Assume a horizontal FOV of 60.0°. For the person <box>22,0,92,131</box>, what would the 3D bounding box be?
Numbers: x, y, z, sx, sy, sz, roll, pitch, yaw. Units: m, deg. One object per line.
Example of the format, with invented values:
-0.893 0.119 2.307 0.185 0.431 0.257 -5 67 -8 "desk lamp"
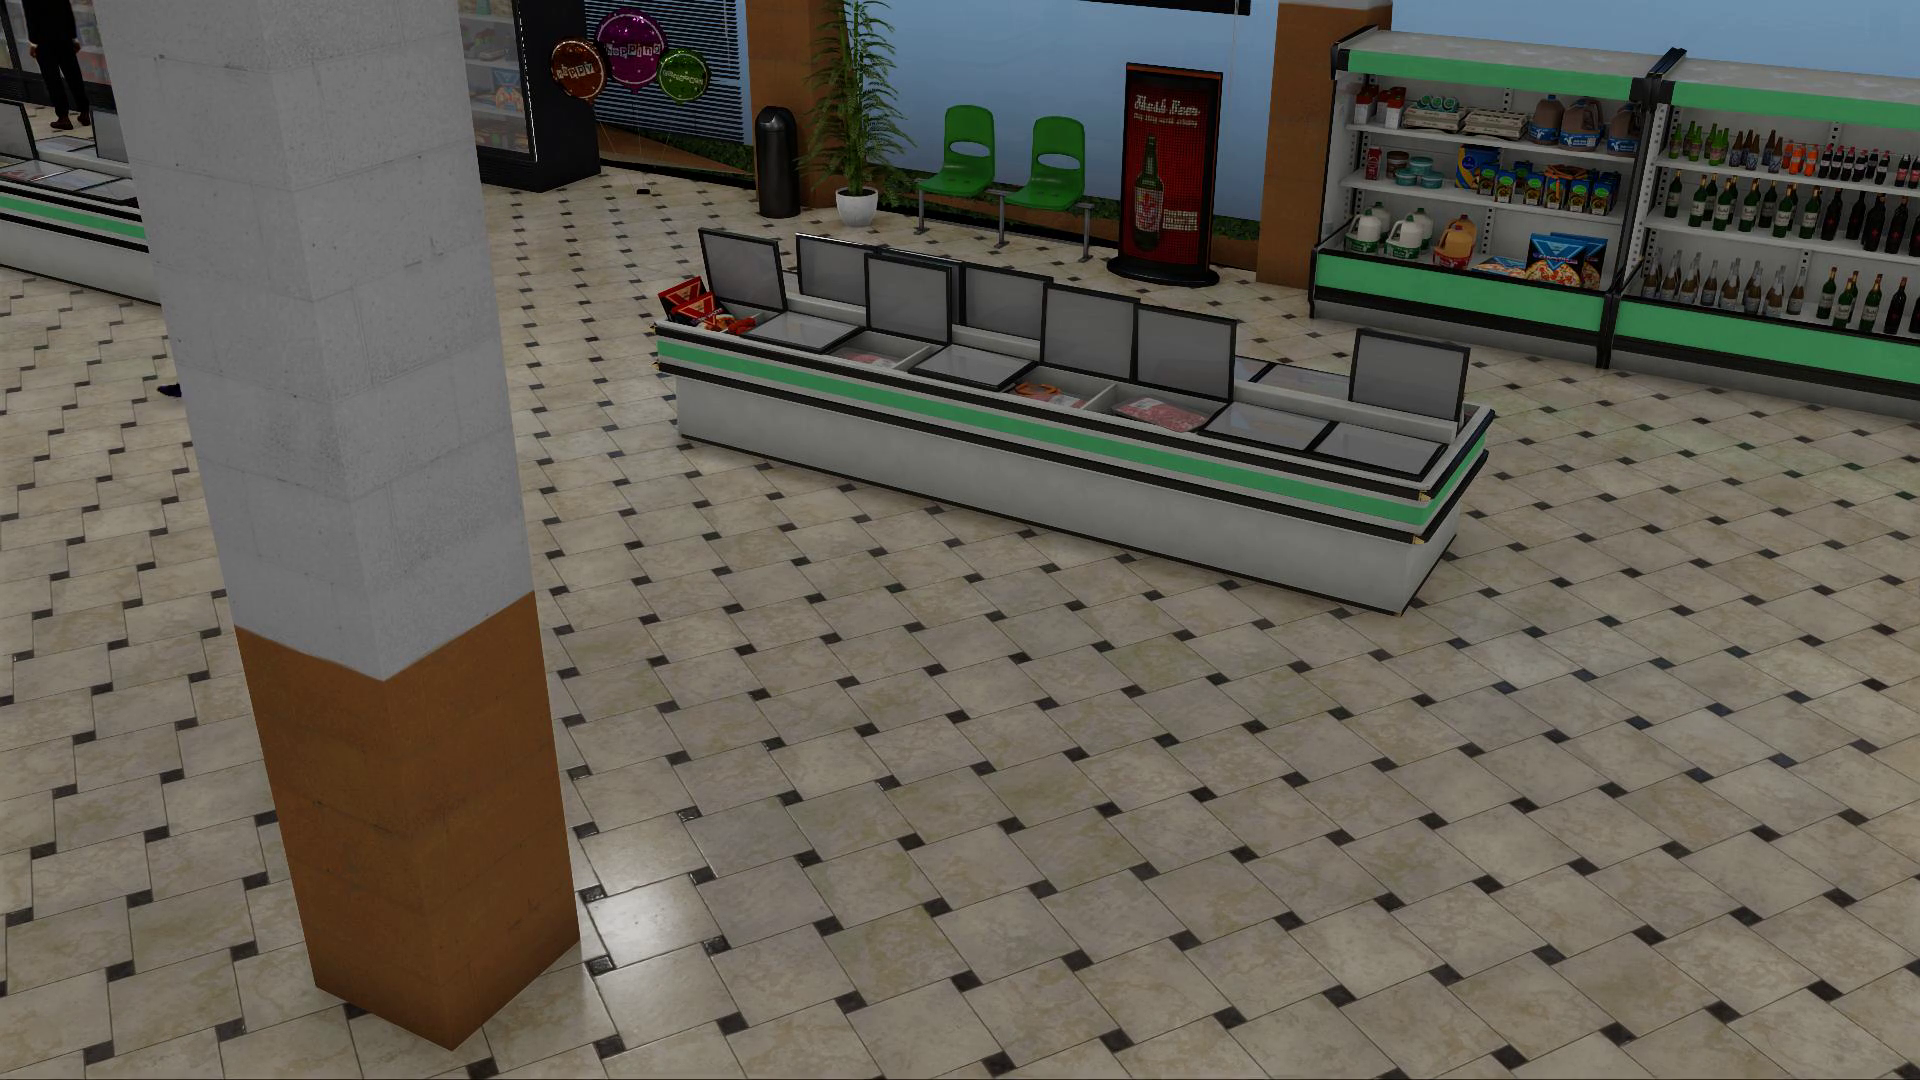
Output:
-10.006 -5.523 18.346 0.647 1.904 0.720 19 33 33 "person"
